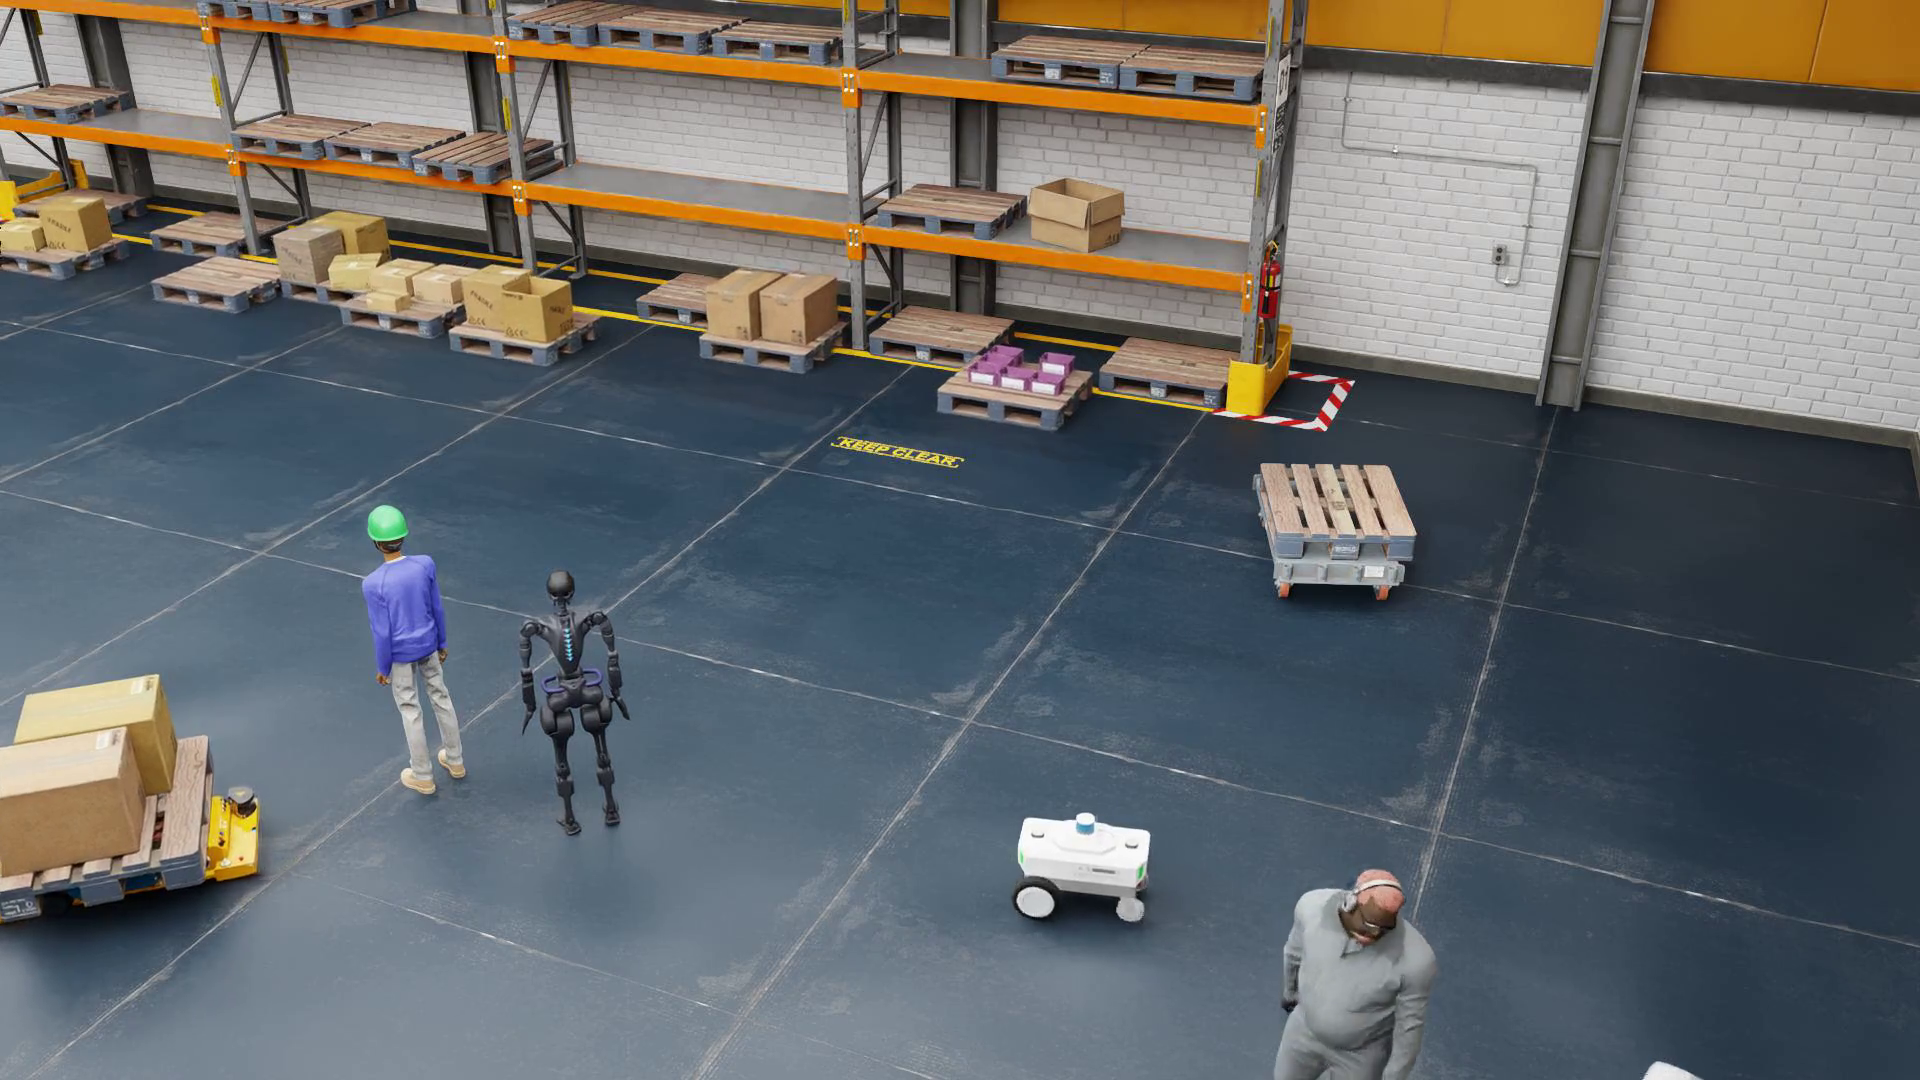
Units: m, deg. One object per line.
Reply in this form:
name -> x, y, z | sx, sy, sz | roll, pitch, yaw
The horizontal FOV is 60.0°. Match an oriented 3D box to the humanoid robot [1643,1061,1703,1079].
humanoid robot -> 2.371, 2.794, 5.985 | 0.530, 1.853, 0.785 | 14, 30, 25

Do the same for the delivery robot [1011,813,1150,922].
delivery robot -> 0.675, 1.772, 9.172 | 0.783, 0.584, 0.499 | 5, 28, 9

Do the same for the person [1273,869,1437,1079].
person -> 1.625, 2.098, 7.120 | 0.729, 1.869, 0.446 | 20, 33, 33

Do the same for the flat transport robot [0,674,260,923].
flat transport robot -> -4.771, 1.788, 9.465 | 1.431, 0.231, 0.659 | -9, 29, -17

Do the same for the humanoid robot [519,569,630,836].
humanoid robot -> -2.230, 0.930, 9.591 | 0.615, 1.652, 0.311 | -10, 29, -19

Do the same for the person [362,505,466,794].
person -> -3.283, 0.652, 9.921 | 0.357, 1.871, 0.469 | 23, 35, 37
